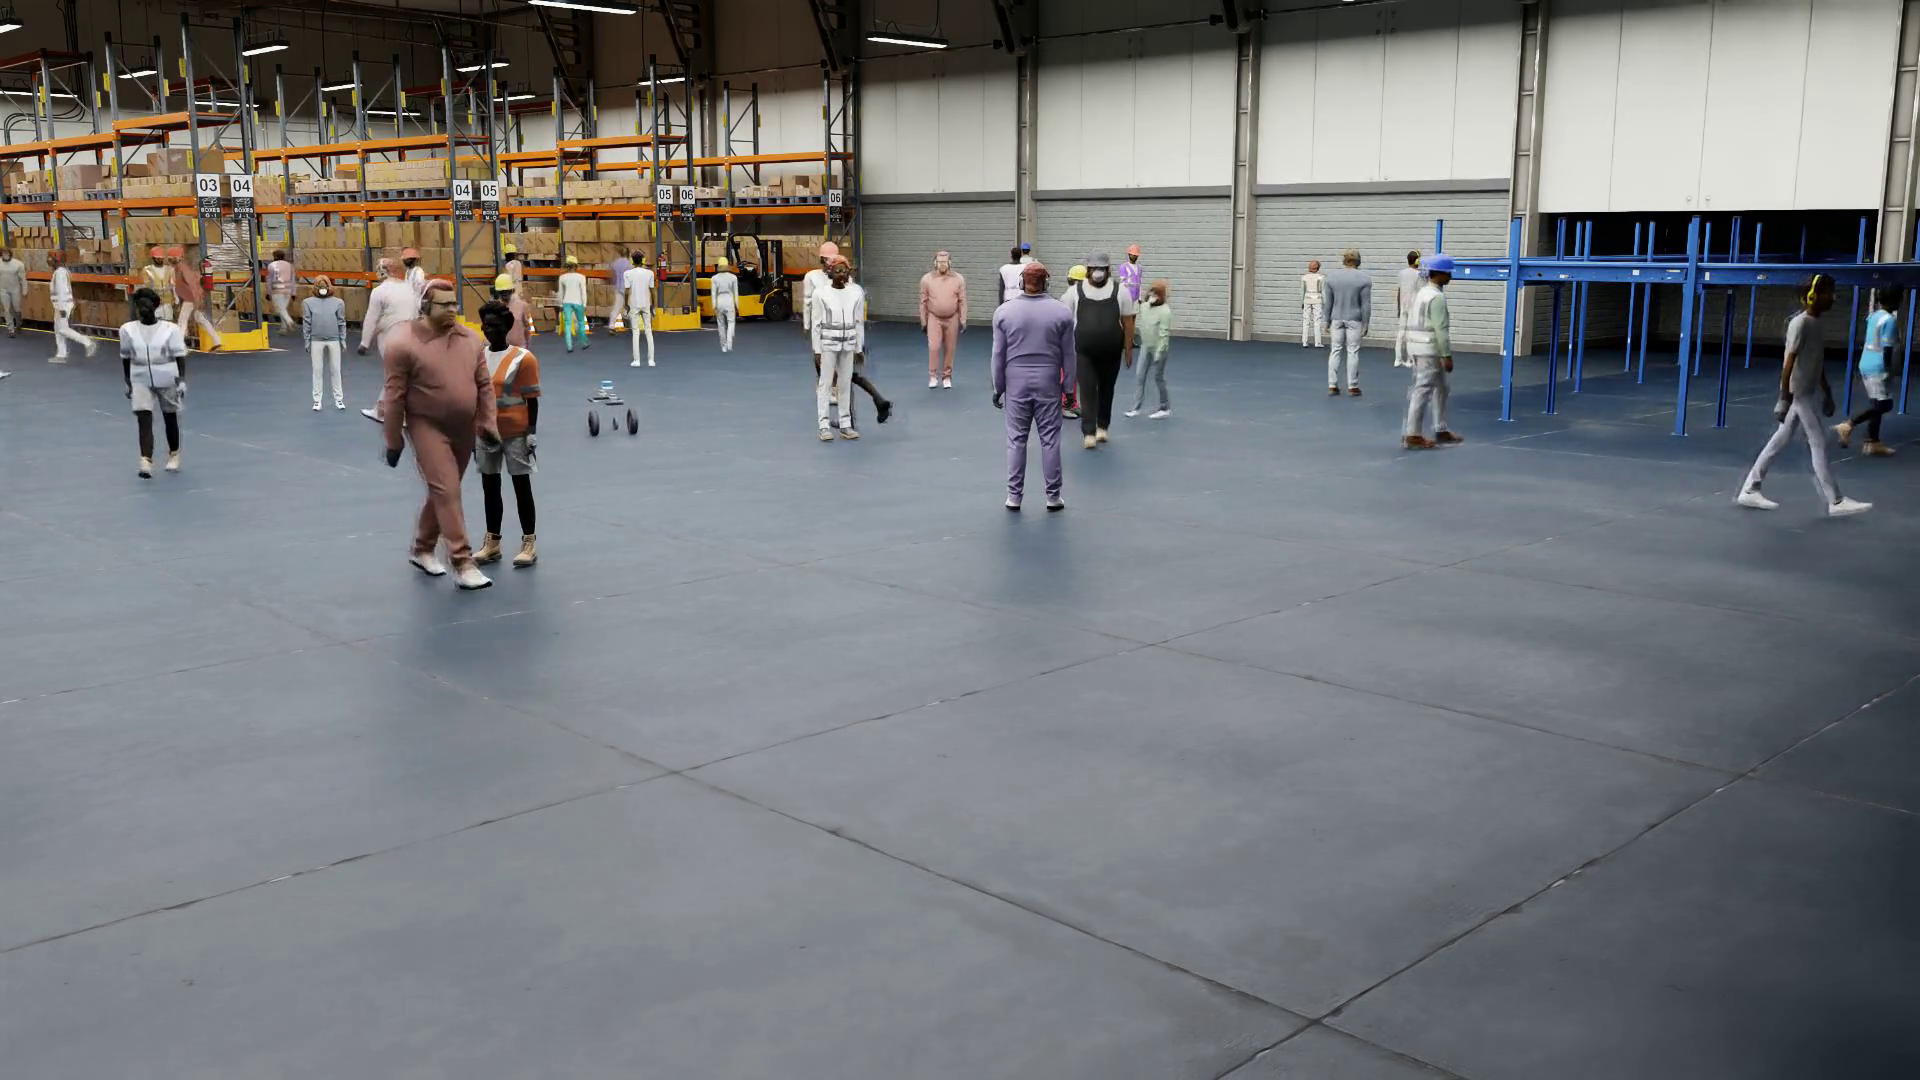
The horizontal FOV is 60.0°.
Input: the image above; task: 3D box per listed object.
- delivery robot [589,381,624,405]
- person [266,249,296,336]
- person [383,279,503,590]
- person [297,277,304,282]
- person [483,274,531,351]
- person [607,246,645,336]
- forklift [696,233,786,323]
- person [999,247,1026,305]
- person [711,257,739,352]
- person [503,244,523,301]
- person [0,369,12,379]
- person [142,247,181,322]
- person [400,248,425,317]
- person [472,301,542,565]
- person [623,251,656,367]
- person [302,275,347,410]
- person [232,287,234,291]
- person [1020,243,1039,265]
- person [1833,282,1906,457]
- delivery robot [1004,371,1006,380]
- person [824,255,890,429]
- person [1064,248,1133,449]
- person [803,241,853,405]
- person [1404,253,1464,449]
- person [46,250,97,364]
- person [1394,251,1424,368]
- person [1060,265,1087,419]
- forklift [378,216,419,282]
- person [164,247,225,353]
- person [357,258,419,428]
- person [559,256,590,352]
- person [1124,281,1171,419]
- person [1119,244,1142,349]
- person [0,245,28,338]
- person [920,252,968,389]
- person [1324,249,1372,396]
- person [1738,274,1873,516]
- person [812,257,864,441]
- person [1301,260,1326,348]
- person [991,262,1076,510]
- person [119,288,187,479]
[{"bbox_3d":[-3.801,-1.598,17.946,0.335,0.223,0.698,-5,11,-23],"label":"delivery robot"},{"bbox_3d":[-14.288,-5.226,35.135,0.684,1.820,0.630,6,12,28],"label":"person"},{"bbox_3d":[-3.153,-0.656,10.137,0.978,1.855,0.630,8,13,36],"label":"person"},{"bbox_3d":[-18.429,-7.206,45.934,0.431,1.810,0.608,6,12,29],"label":"person"},{"bbox_3d":[-4.976,-2.076,18.314,0.530,1.683,0.985,-4,11,-21],"label":"person"},{"bbox_3d":[-7.123,-5.277,35.221,0.642,1.895,1.000,7,12,32],"label":"person"},{"bbox_3d":[-5.496,-6.489,41.108,2.313,2.155,1.214,-10,14,-44],"label":"forklift"},{"bbox_3d":[1.016,-4.299,29.838,0.619,1.906,0.509,2,11,10],"label":"person"},{"bbox_3d":[-4.271,-4.276,30.189,0.494,1.726,0.641,-1,10,-6],"label":"person"},{"bbox_3d":[-9.072,-5.029,33.752,0.359,1.930,0.588,1,10,6],"label":"person"},{"bbox_3d":[-14.496,-3.126,24.360,0.934,1.566,0.520,-2,11,-9],"label":"person"},{"bbox_3d":[-14.050,-4.201,29.310,0.557,1.900,0.882,-9,14,-41],"label":"person"},{"bbox_3d":[-9.667,-4.222,29.514,0.557,1.886,1.016,9,14,40],"label":"person"},{"bbox_3d":[-2.948,-0.685,10.698,0.541,1.697,0.316,3,11,16],"label":"person"},{"bbox_3d":[-5.188,-3.741,26.913,0.519,1.865,0.335,-3,11,-18],"label":"person"},{"bbox_3d":[-7.728,-2.404,20.254,0.497,1.632,0.289,-4,11,-23],"label":"person"},{"bbox_3d":[-20.227,-7.355,46.740,0.665,1.819,0.636,-5,12,-28],"label":"person"},{"bbox_3d":[1.474,-5.648,37.097,0.601,1.941,0.395,1,10,3],"label":"person"},{"bbox_3d":[8.745,-1.634,15.942,0.529,1.675,0.540,2,11,12],"label":"person"},{"bbox_3d":[0.767,-2.361,22.818,0.477,0.478,0.707,-6,12,-31],"label":"delivery robot"},{"bbox_3d":[-1.149,-2.146,18.092,0.670,1.904,0.591,6,12,31],"label":"person"},{"bbox_3d":[1.404,-1.961,16.836,0.688,2.000,1.002,0,10,0],"label":"person"},{"bbox_3d":[-1.638,-2.700,20.778,0.644,2.029,0.422,-2,11,-10],"label":"person"},{"bbox_3d":[4.796,-1.862,16.495,0.765,1.921,0.657,1,10,5],"label":"person"},{"bbox_3d":[-14.870,-3.885,27.695,0.651,1.870,0.584,-7,12,-33],"label":"person"},{"bbox_3d":[7.259,-3.724,26.834,0.313,1.865,0.513,-8,13,-39],"label":"person"},{"bbox_3d":[1.341,-2.309,19.379,0.317,1.765,0.522,6,12,29],"label":"person"},{"bbox_3d":[-17.868,-9.201,54.028,1.873,2.768,1.129,-10,14,-44],"label":"forklift"},{"bbox_3d":[-13.684,-4.242,29.546,1.115,1.918,0.672,-7,12,-33],"label":"person"},{"bbox_3d":[-6.339,-2.178,18.423,0.964,1.855,0.638,3,11,17],"label":"person"},{"bbox_3d":[-7.051,-4.309,30.389,0.553,1.712,0.910,1,10,5],"label":"person"},{"bbox_3d":[2.167,-2.164,19.036,0.765,1.586,0.566,-9,14,-41],"label":"person"},{"bbox_3d":[3.240,-4.586,31.326,0.546,1.934,0.376,-8,13,-38],"label":"person"},{"bbox_3d":[-19.725,-5.158,34.534,0.634,1.912,0.514,-5,11,-24],"label":"person"},{"bbox_3d":[-0.213,-3.010,22.902,0.648,1.878,0.846,-1,10,-5],"label":"person"},{"bbox_3d":[5.146,-2.892,22.100,0.649,1.933,0.368,7,12,32],"label":"person"},{"bbox_3d":[6.476,-1.109,12.682,0.971,1.816,0.545,8,13,38],"label":"person"},{"bbox_3d":[-1.266,-1.986,17.289,0.574,1.883,0.361,-6,12,-29],"label":"person"},{"bbox_3d":[6.669,-4.451,31.393,0.511,1.641,0.309,7,13,34],"label":"person"},{"bbox_3d":[0.569,-1.183,12.851,0.654,1.904,0.407,1,10,3],"label":"person"},{"bbox_3d":[-7.077,-1.382,14.623,0.549,1.646,0.865,-3,11,-15],"label":"person"}]
